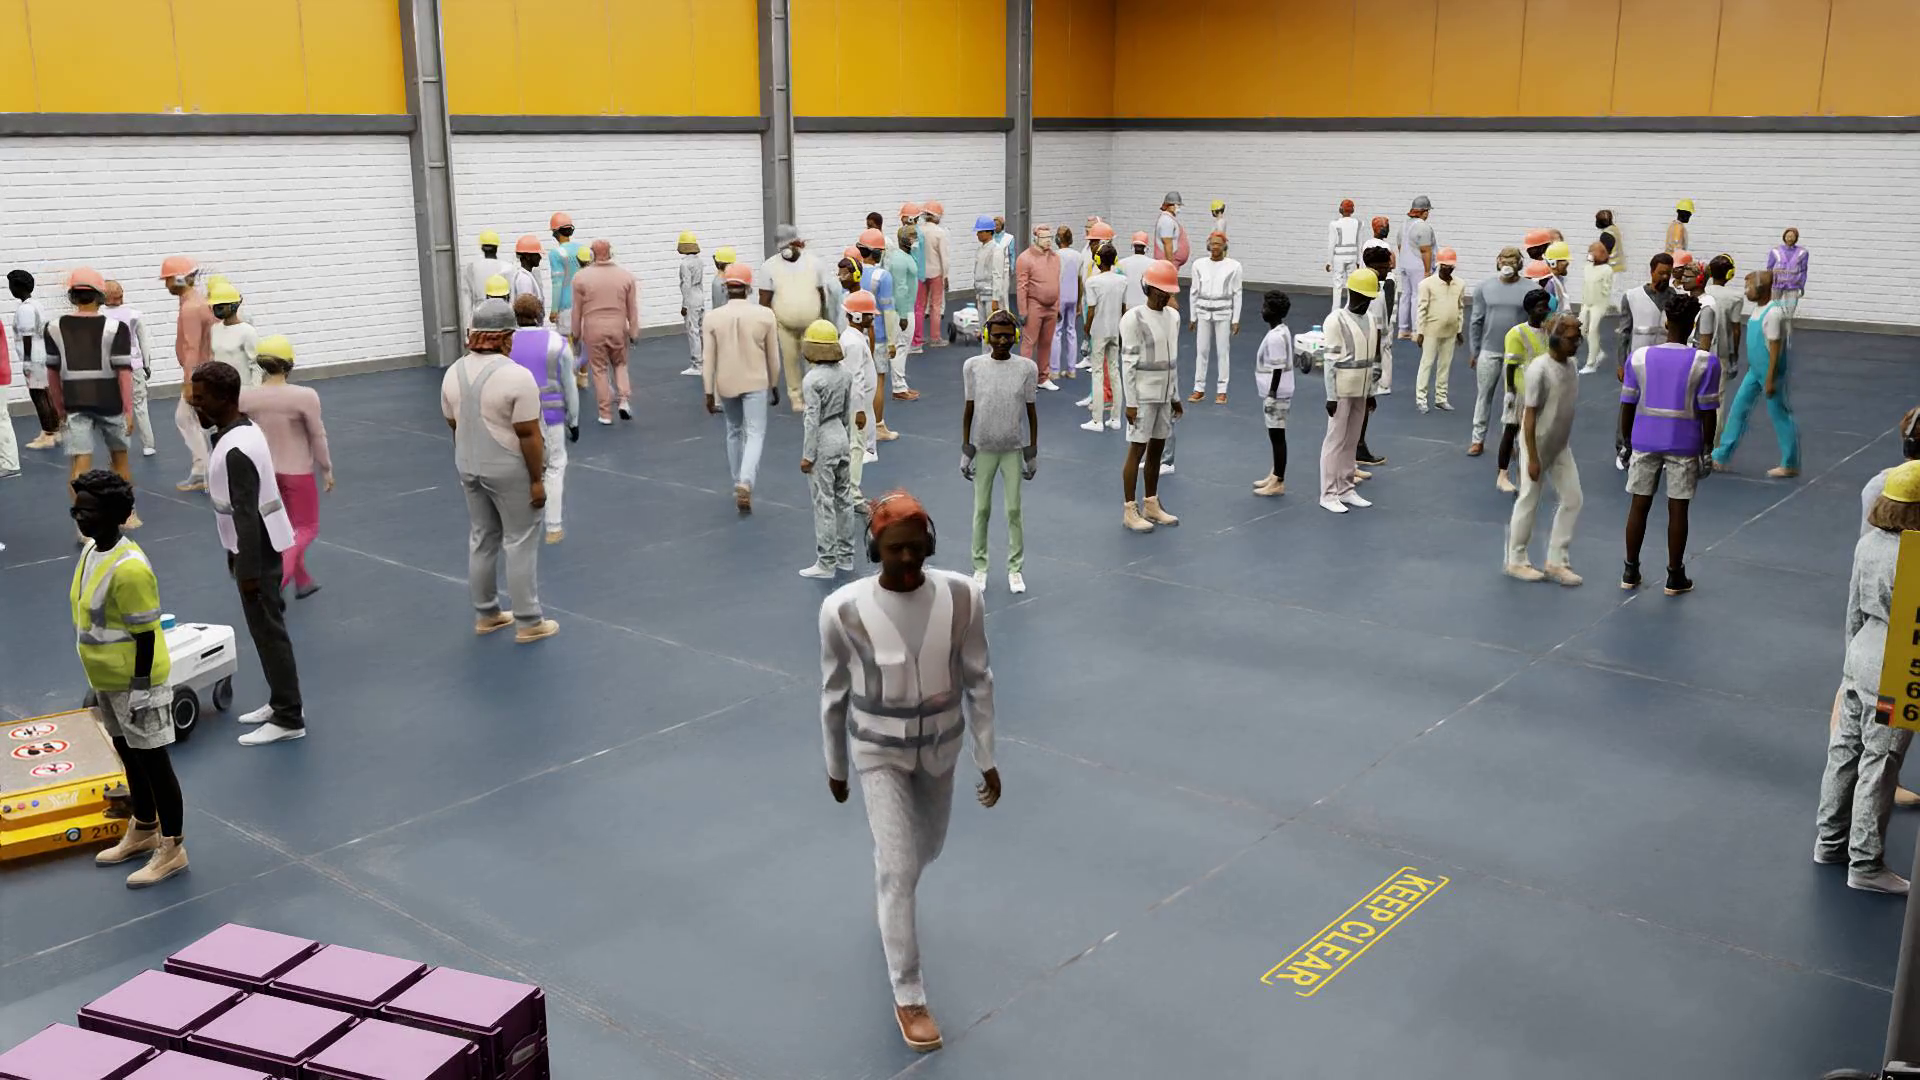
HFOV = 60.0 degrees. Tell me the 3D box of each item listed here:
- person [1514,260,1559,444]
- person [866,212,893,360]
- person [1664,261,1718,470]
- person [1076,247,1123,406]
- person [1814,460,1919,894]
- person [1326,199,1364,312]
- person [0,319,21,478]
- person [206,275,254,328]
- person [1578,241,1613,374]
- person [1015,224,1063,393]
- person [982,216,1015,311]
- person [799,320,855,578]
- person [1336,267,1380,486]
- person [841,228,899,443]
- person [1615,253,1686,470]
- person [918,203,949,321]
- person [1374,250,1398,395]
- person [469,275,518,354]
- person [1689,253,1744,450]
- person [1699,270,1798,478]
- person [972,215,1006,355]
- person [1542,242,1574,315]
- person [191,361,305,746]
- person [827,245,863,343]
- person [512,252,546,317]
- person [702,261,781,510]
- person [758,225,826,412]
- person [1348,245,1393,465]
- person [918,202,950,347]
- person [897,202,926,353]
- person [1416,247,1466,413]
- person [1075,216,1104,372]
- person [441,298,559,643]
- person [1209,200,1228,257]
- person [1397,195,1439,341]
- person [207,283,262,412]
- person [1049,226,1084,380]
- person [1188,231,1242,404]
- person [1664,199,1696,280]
[{"bbox_3d":[5.464,-1.783,15.879,0.333,1.753,0.562,12,18,39],"label":"person"},{"bbox_3d":[-1.047,-3.274,21.532,0.398,1.911,0.606,-7,16,-27],"label":"person"},{"bbox_3d":[6.453,-1.532,14.690,0.389,1.847,0.567,1,14,3],"label":"person"},{"bbox_3d":[1.530,-2.360,17.854,0.388,1.919,0.593,-8,16,-28],"label":"person"},{"bbox_3d":[3.707,0.537,6.633,0.297,1.744,0.487,0,14,-1],"label":"person"},{"bbox_3d":[5.957,-4.325,25.781,0.583,1.881,0.350,-3,14,-12],"label":"person"},{"bbox_3d":[-8.424,-1.407,14.411,0.352,1.738,0.574,-11,18,-36],"label":"person"},{"bbox_3d":[-6.384,-1.440,14.547,0.311,1.736,0.483,11,18,37],"label":"person"},{"bbox_3d":[7.797,-2.848,20.416,0.394,1.620,0.499,-5,15,-19],"label":"person"},{"bbox_3d":[0.932,-2.633,18.969,0.648,1.907,0.401,-12,18,-39],"label":"person"},{"bbox_3d":[0.581,-4.129,25.491,0.522,1.636,0.310,2,14,8],"label":"person"},{"bbox_3d":[-0.914,-0.614,11.229,0.295,1.743,0.492,8,16,29],"label":"person"},{"bbox_3d":[3.371,-1.393,14.139,0.328,1.844,0.513,8,16,30],"label":"person"},{"bbox_3d":[-0.850,-1.965,16.022,0.614,2.040,0.390,10,17,36],"label":"person"},{"bbox_3d":[6.110,-1.580,14.736,0.590,1.920,0.392,0,14,-1],"label":"person"},{"bbox_3d":[-0.464,-4.321,25.884,0.590,1.823,0.403,7,16,27],"label":"person"},{"bbox_3d":[4.788,-2.463,18.831,0.306,1.639,0.524,1,14,4],"label":"person"},{"bbox_3d":[-3.923,-1.389,14.283,0.532,1.767,0.328,-8,16,-28],"label":"person"},{"bbox_3d":[6.853,-1.669,15.190,0.514,1.872,0.332,12,18,39],"label":"person"},{"bbox_3d":[6.897,-1.434,14.424,0.919,1.784,0.605,1,14,3],"label":"person"},{"bbox_3d":[0.339,-2.959,20.203,0.417,1.940,0.607,-6,15,-23],"label":"person"},{"bbox_3d":[6.102,-2.159,17.223,0.404,1.832,0.592,7,15,24],"label":"person"},{"bbox_3d":[-3.493,0.061,8.214,0.402,1.909,0.586,-6,15,-22],"label":"person"},{"bbox_3d":[-1.130,-2.268,17.818,0.561,1.752,0.324,4,15,14],"label":"person"},{"bbox_3d":[-5.274,-2.835,20.322,0.519,1.637,0.307,8,16,30],"label":"person"},{"bbox_3d":[-1.750,-1.238,13.296,0.607,1.964,0.941,1,14,5],"label":"person"},{"bbox_3d":[-1.755,-2.335,17.503,0.710,2.000,0.732,-2,14,-9],"label":"person"},{"bbox_3d":[3.666,-1.666,14.982,0.362,1.963,0.613,-2,14,-6],"label":"person"},{"bbox_3d":[-0.398,-3.650,22.926,0.682,1.977,0.415,11,18,37],"label":"person"},{"bbox_3d":[-0.646,-3.503,22.265,0.379,1.995,0.612,-1,14,-3],"label":"person"},{"bbox_3d":[5.111,-2.227,17.655,0.572,1.749,0.341,-5,15,-18],"label":"person"},{"bbox_3d":[1.651,-3.037,20.581,0.407,1.910,0.640,-6,15,-22],"label":"person"},{"bbox_3d":[-2.689,-0.427,9.879,0.684,2.000,0.535,8,16,30],"label":"person"},{"bbox_3d":[4.378,-4.881,28.257,0.337,1.759,0.524,3,14,11],"label":"person"},{"bbox_3d":[6.501,-3.844,23.536,0.538,2.000,0.683,-5,15,-18],"label":"person"},{"bbox_3d":[-5.890,-1.200,13.529,0.529,1.768,0.312,7,16,25],"label":"person"},{"bbox_3d":[1.236,-2.827,19.900,0.516,1.835,0.358,-8,16,-30],"label":"person"},{"bbox_3d":[2.789,-2.434,18.218,0.576,1.884,0.362,7,16,25],"label":"person"},{"bbox_3d":[10.771,-4.151,25.007,0.391,1.919,0.589,4,15,16],"label":"person"}]
